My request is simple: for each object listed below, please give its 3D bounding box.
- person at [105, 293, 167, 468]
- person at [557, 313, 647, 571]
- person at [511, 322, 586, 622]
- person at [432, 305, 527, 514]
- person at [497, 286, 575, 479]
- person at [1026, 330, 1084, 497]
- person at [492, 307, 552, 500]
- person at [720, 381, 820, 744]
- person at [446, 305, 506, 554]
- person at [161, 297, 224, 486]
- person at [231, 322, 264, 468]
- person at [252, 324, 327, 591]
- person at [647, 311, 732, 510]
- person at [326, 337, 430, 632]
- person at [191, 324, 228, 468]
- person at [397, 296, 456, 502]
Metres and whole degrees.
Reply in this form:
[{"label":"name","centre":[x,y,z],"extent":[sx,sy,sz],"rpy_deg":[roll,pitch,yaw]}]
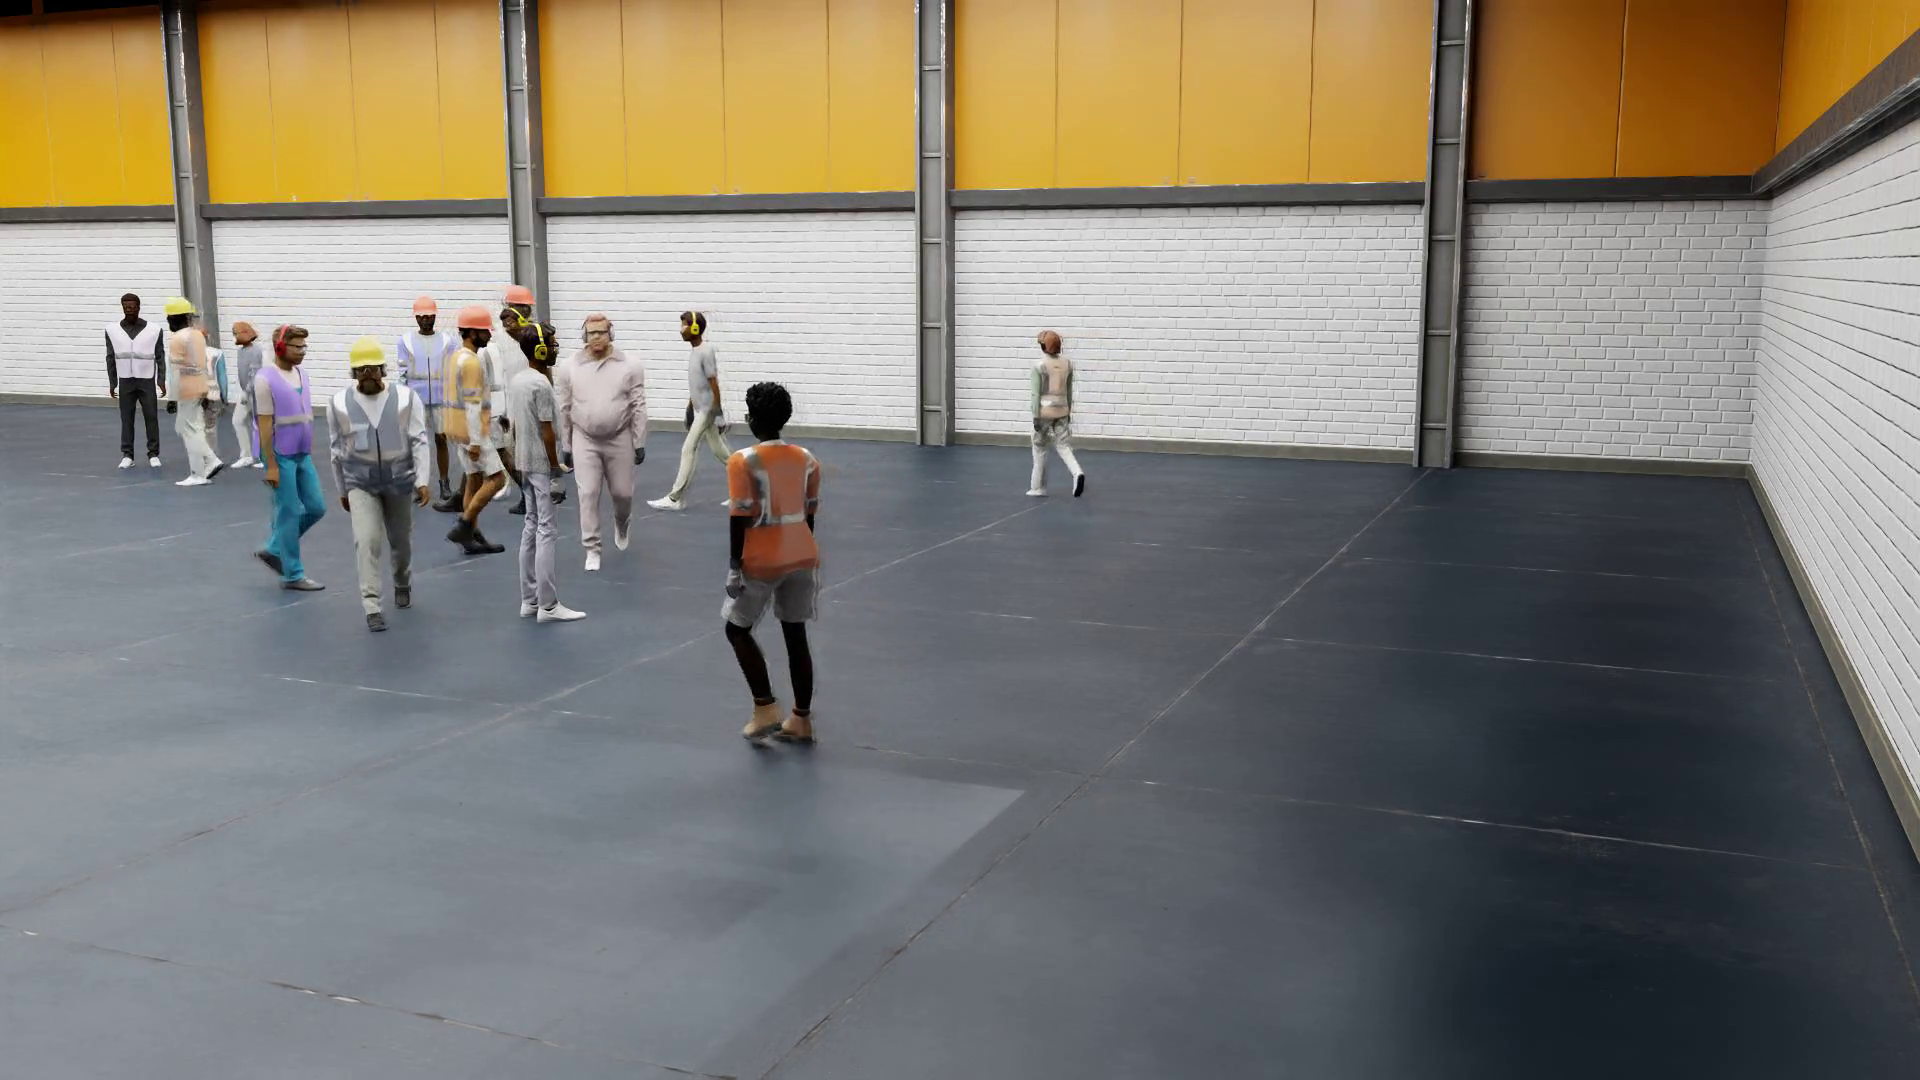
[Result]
[{"label":"person","centre":[-9.073,-1.755,18.348],"extent":[0.590,1.920,0.399],"rpy_deg":[-3,10,-18]},{"label":"person","centre":[-2.650,-0.745,12.359],"extent":[0.647,1.889,0.712],"rpy_deg":[-2,10,-11]},{"label":"person","centre":[-2.612,-0.420,10.416],"extent":[0.328,1.869,0.521],"rpy_deg":[-7,12,-37]},{"label":"person","centre":[-4.218,-1.147,14.813],"extent":[1.011,1.879,0.544],"rpy_deg":[0,9,0]},{"label":"person","centre":[-4.450,-1.612,17.210],"extent":[0.967,2.000,0.642],"rpy_deg":[3,10,15]},{"label":"person","centre":[0.899,-1.188,15.815],"extent":[0.521,1.619,0.684],"rpy_deg":[-6,11,-31]},{"label":"person","centre":[-4.175,-1.272,15.755],"extent":[0.666,1.830,0.502],"rpy_deg":[-2,10,-13]},{"label":"person","centre":[-0.859,0.117,7.675],"extent":[0.418,1.683,0.574],"rpy_deg":[8,13,41]},{"label":"person","centre":[-3.694,-0.824,12.711],"extent":[0.392,1.923,0.541],"rpy_deg":[-5,11,-29]},{"label":"person","centre":[-7.807,-1.490,16.779],"extent":[0.409,1.912,0.595],"rpy_deg":[-1,9,-6]},{"label":"person","centre":[-7.812,-1.580,18.223],"extent":[0.493,1.606,0.572],"rpy_deg":[7,12,36]},{"label":"person","centre":[-4.608,-0.553,11.339],"extent":[0.459,1.827,0.589],"rpy_deg":[2,9,9]},{"label":"person","centre":[-2.356,-1.176,15.206],"extent":[1.010,1.802,0.526],"rpy_deg":[-3,10,-20]},{"label":"person","centre":[-3.631,-0.381,10.414],"extent":[0.579,1.799,0.905],"rpy_deg":[-4,10,-21]},{"label":"person","centre":[-8.240,-1.551,18.092],"extent":[0.518,1.593,0.891],"rpy_deg":[-5,10,-27]},{"label":"person","centre":[-5.000,-1.324,15.676],"extent":[0.543,1.939,0.361],"rpy_deg":[-4,10,-23]}]
